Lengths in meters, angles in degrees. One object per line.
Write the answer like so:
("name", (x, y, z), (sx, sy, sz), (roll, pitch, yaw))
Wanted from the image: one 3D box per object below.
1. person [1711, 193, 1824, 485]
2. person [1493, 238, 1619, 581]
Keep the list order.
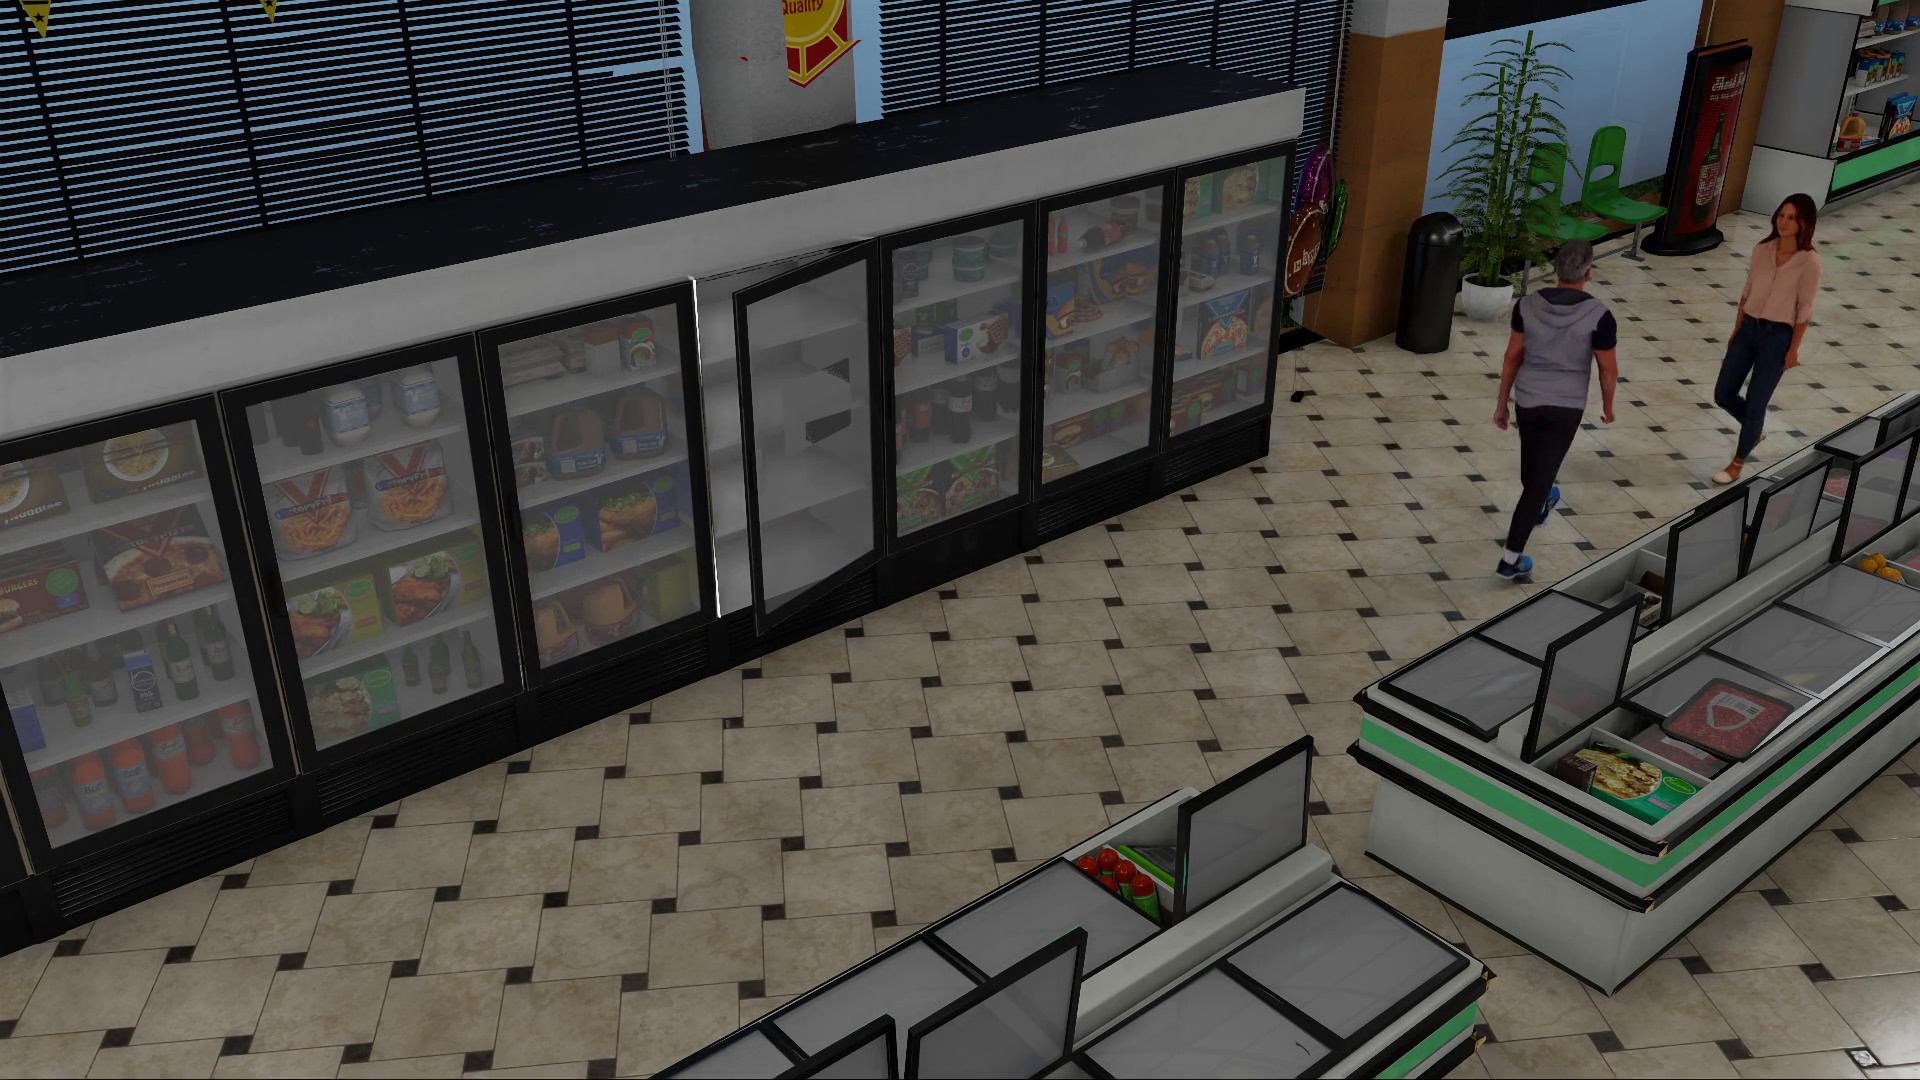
("person", (4.816, -1.190, 9.843), (0.734, 1.783, 0.647), (-17, 31, -29))
("person", (3.054, -0.631, 8.757), (0.835, 1.769, 1.249), (23, 35, 37))
